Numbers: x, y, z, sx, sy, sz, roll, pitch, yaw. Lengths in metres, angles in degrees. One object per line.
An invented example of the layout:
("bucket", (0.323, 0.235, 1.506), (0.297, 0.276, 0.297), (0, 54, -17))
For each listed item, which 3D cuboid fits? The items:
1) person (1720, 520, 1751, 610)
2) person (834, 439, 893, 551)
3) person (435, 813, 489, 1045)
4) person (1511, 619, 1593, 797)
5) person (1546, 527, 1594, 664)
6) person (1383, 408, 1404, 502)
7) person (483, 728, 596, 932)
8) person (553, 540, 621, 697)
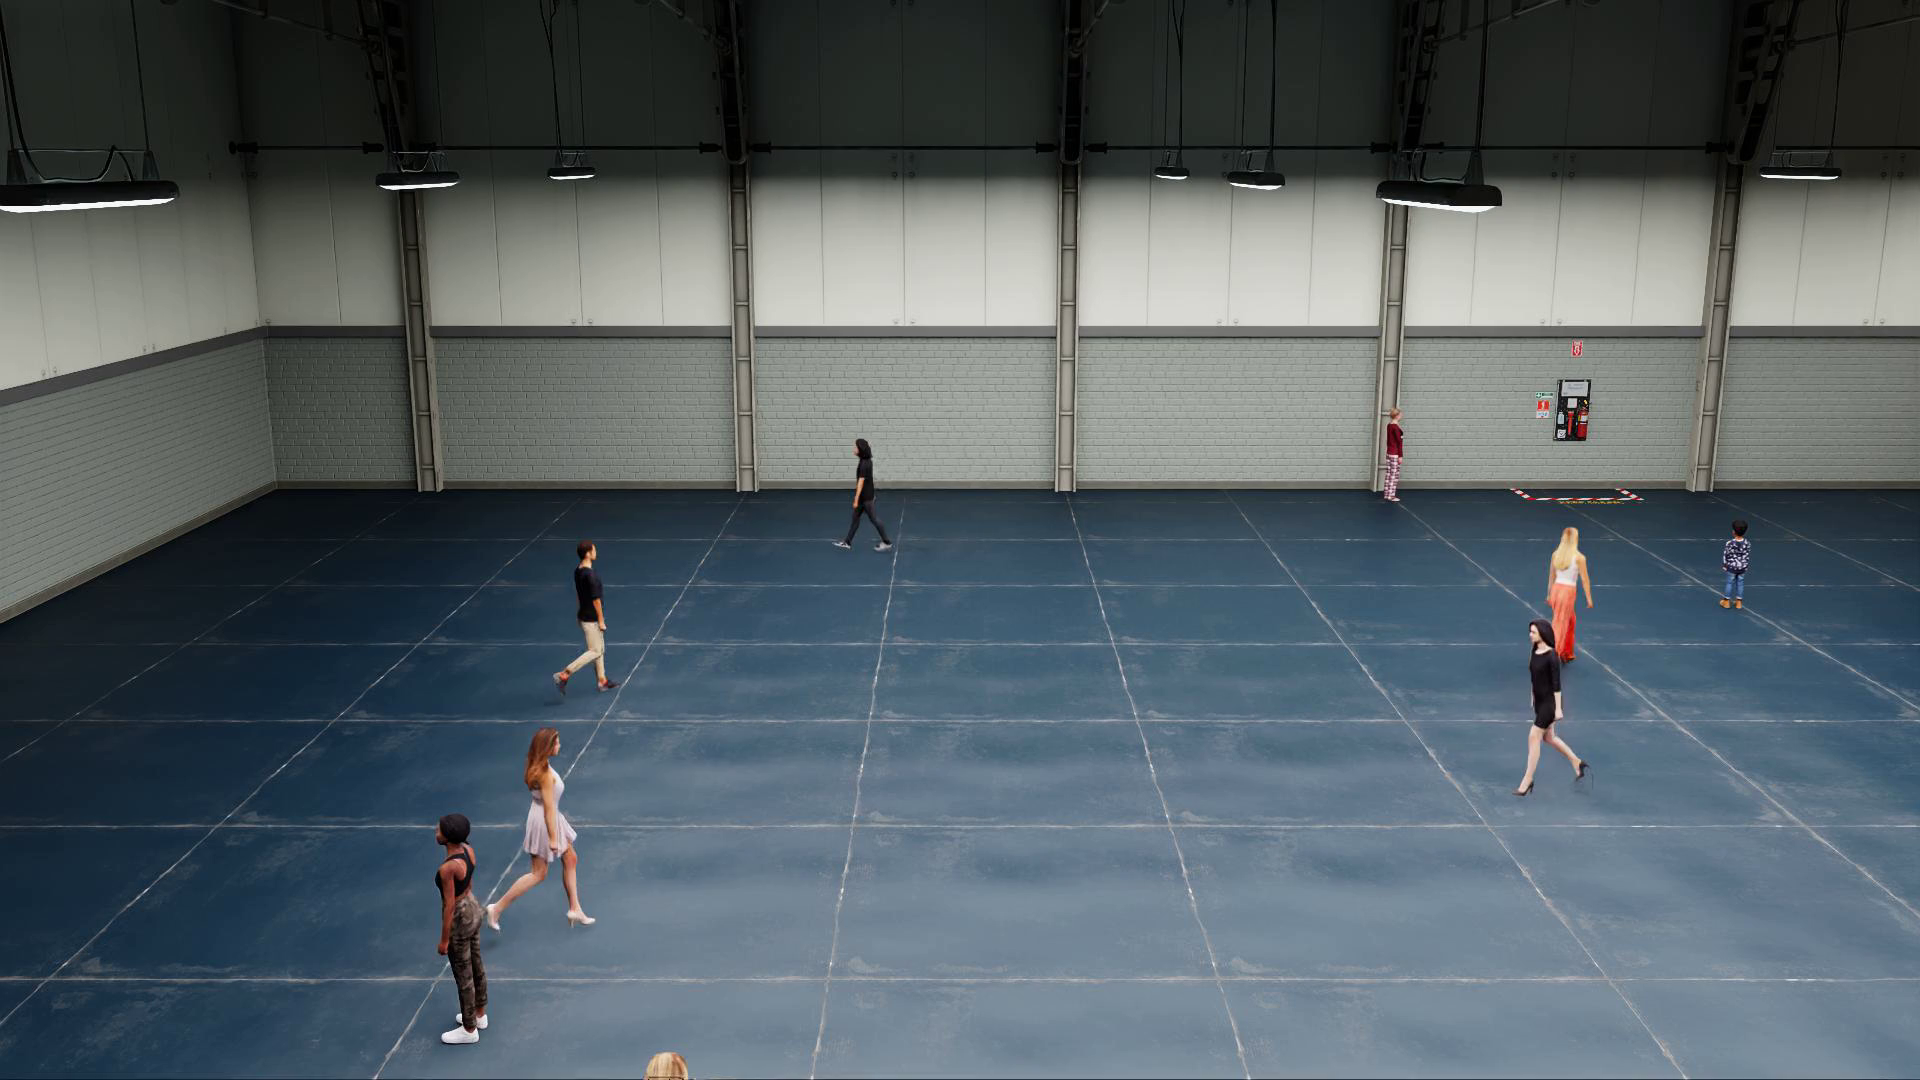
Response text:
("person", (10.806, 0.331, 23.147), (0.460, 1.252, 0.574), (2, 13, 7))
("person", (-1.406, -0.688, 26.367), (1.131, 1.786, 0.636), (0, 13, 0))
("person", (-3.538, 2.730, 11.794), (0.566, 1.700, 0.598), (2, 13, 7))
("person", (5.823, 1.662, 16.274), (1.068, 1.761, 0.637), (-1, 13, -3))
("person", (7.256, 0.752, 20.167), (1.104, 1.777, 0.924), (-6, 14, -25))
("person", (7.932, -1.575, 30.389), (0.563, 1.699, 0.660), (-2, 13, -11))
("person", (-3.401, 2.376, 13.261), (1.178, 1.729, 0.814), (-5, 14, -19))
("person", (-4.354, 0.935, 19.247), (1.152, 1.836, 0.952), (-7, 15, -29))
